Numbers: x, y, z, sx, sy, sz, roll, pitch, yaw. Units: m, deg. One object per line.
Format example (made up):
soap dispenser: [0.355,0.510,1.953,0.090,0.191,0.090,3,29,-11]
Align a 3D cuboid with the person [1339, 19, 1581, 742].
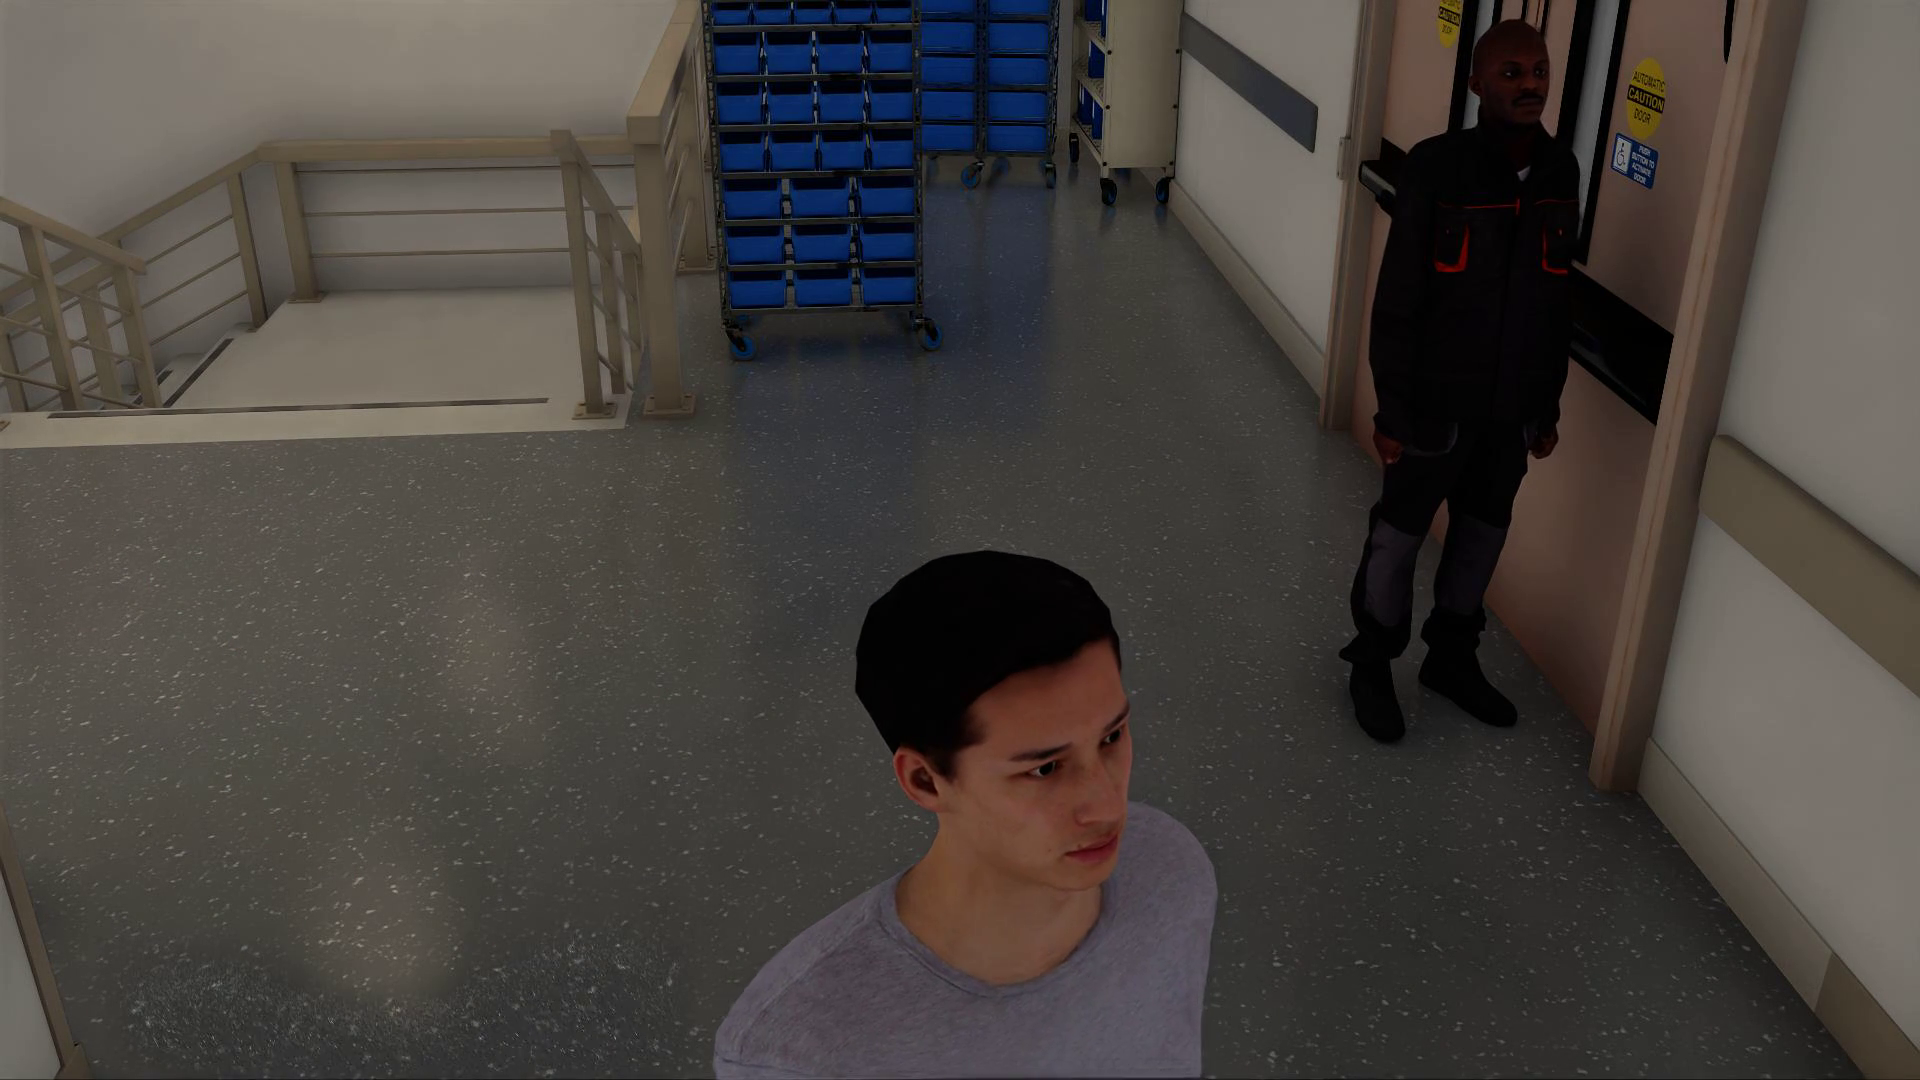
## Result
person: [1.278,-0.389,4.234,0.736,1.826,0.655,-7,27,-13]

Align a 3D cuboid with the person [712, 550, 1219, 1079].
person: [0.033,0.854,1.612,0.742,1.863,0.757,-20,32,-35]
